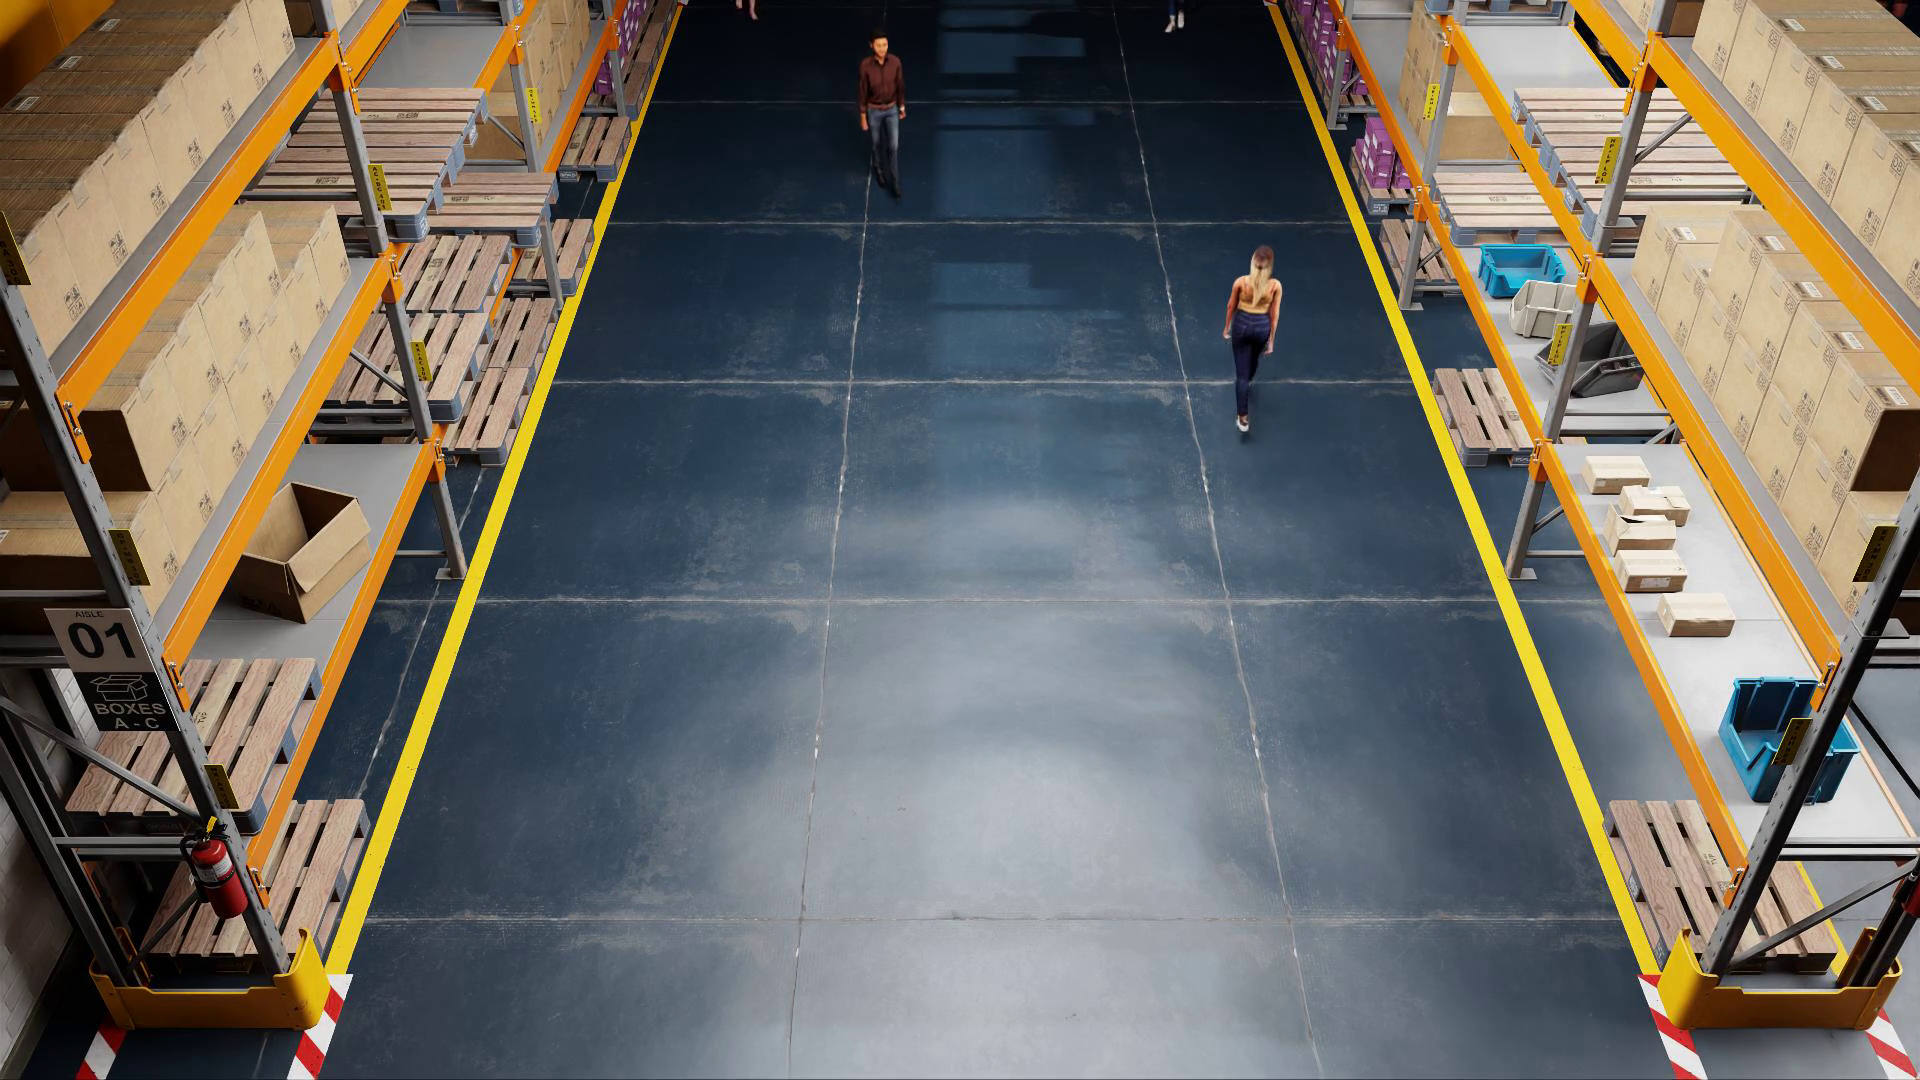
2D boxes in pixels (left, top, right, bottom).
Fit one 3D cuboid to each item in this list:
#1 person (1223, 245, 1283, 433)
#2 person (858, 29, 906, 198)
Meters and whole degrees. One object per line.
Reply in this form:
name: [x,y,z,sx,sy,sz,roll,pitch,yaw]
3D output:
person: [2.436,-1.666,13.937,0.657,1.583,1.167,4,39,5]
person: [-0.843,-4.505,17.359,0.835,1.750,1.084,-9,39,-11]
